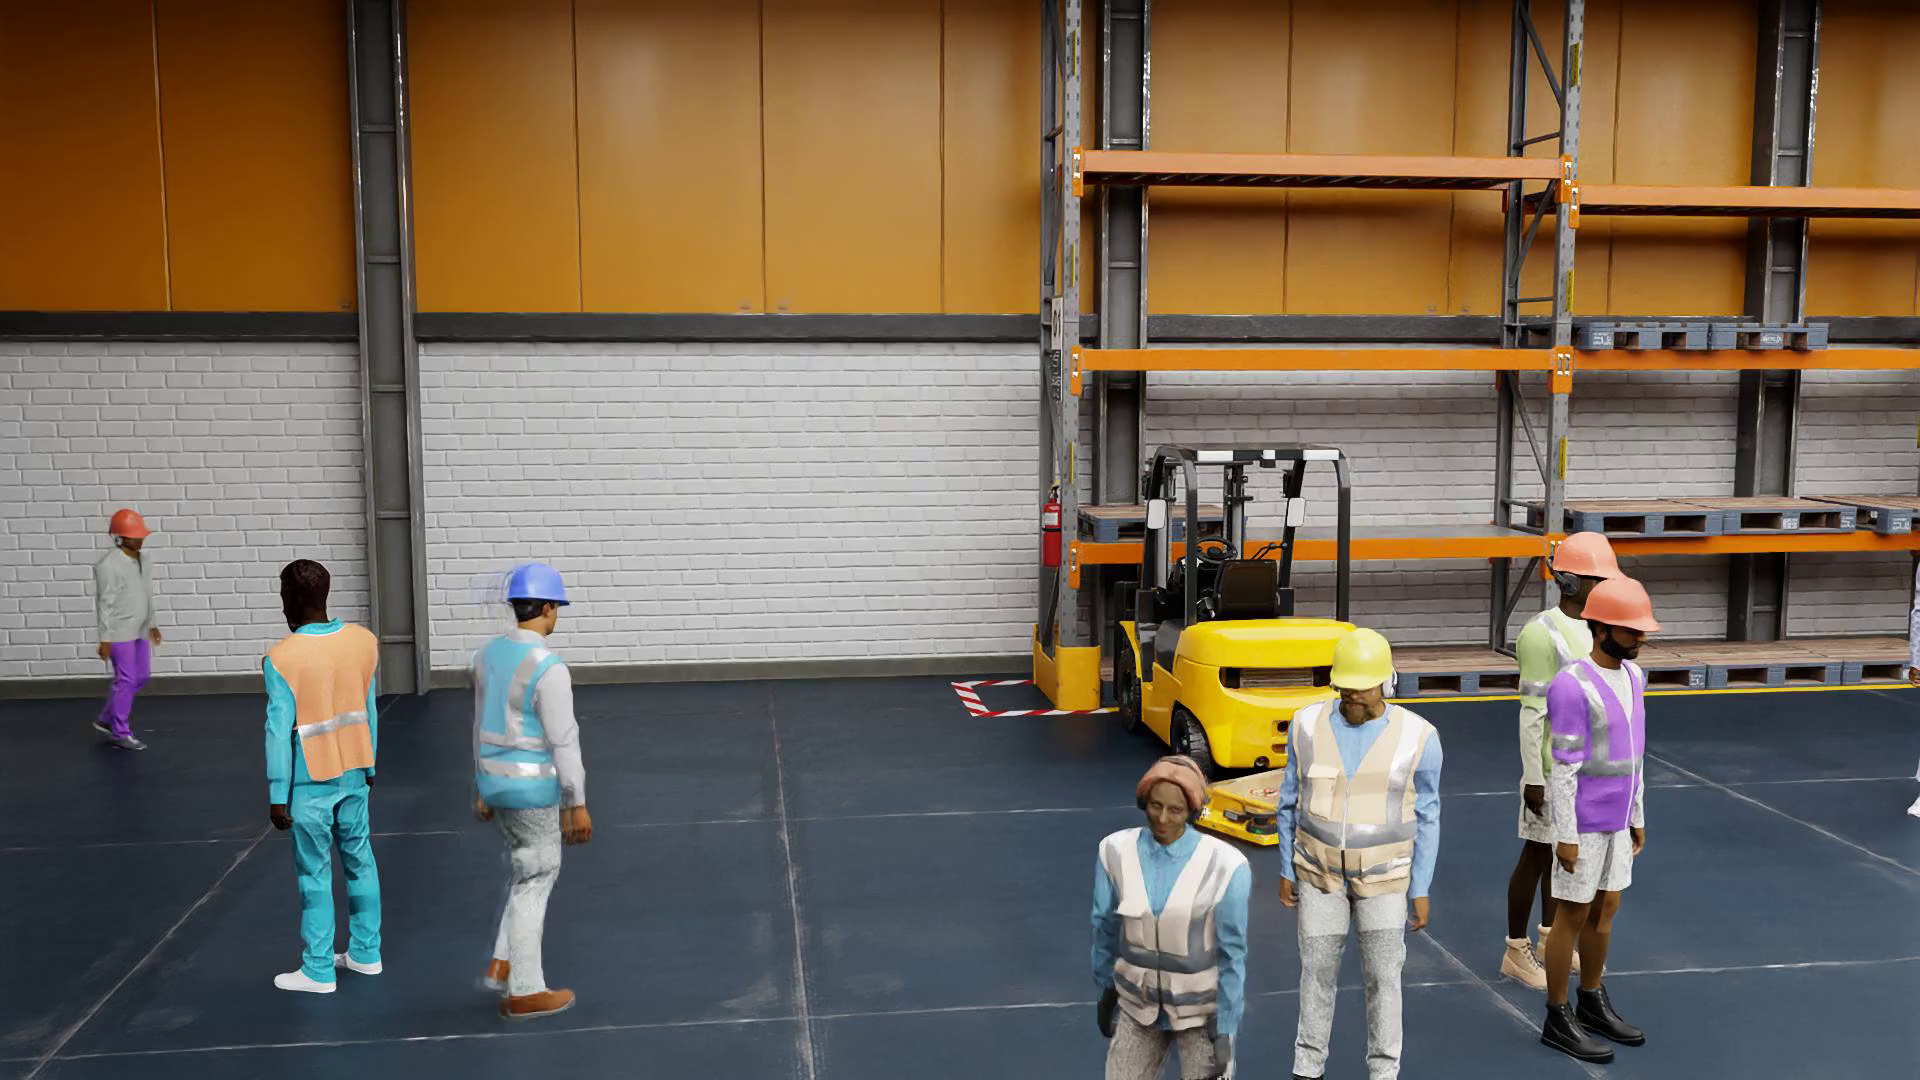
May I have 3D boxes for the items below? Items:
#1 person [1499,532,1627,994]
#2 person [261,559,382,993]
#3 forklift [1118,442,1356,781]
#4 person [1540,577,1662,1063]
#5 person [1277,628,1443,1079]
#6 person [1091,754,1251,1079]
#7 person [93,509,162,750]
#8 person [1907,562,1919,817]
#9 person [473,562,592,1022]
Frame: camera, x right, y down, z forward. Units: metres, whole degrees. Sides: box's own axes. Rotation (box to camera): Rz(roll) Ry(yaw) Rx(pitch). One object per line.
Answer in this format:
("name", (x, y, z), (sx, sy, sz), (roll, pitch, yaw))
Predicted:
("person", (2.688, 0.974, 7.331), (0.608, 2.036, 0.409), (-5, 8, -40))
("person", (-2.796, 1.035, 7.333), (0.401, 1.911, 0.590), (3, 7, 26))
("forklift", (1.912, 0.418, 11.496), (1.214, 2.155, 2.313), (-1, 7, -8))
("person", (2.572, 1.103, 6.644), (0.543, 1.931, 0.387), (-5, 8, -37))
("person", (1.443, 1.218, 6.098), (0.586, 1.825, 0.403), (3, 7, 24))
("person", (0.631, 1.437, 5.030), (0.525, 1.627, 0.343), (4, 7, 29))
("person", (-5.931, 0.626, 11.732), (0.607, 1.720, 0.609), (0, 7, 3))
("person", (6.016, 0.729, 9.961), (0.590, 1.922, 0.392), (5, 8, 37))
("person", (-1.809, 1.064, 7.049), (0.443, 1.917, 0.668), (-5, 8, -39))
